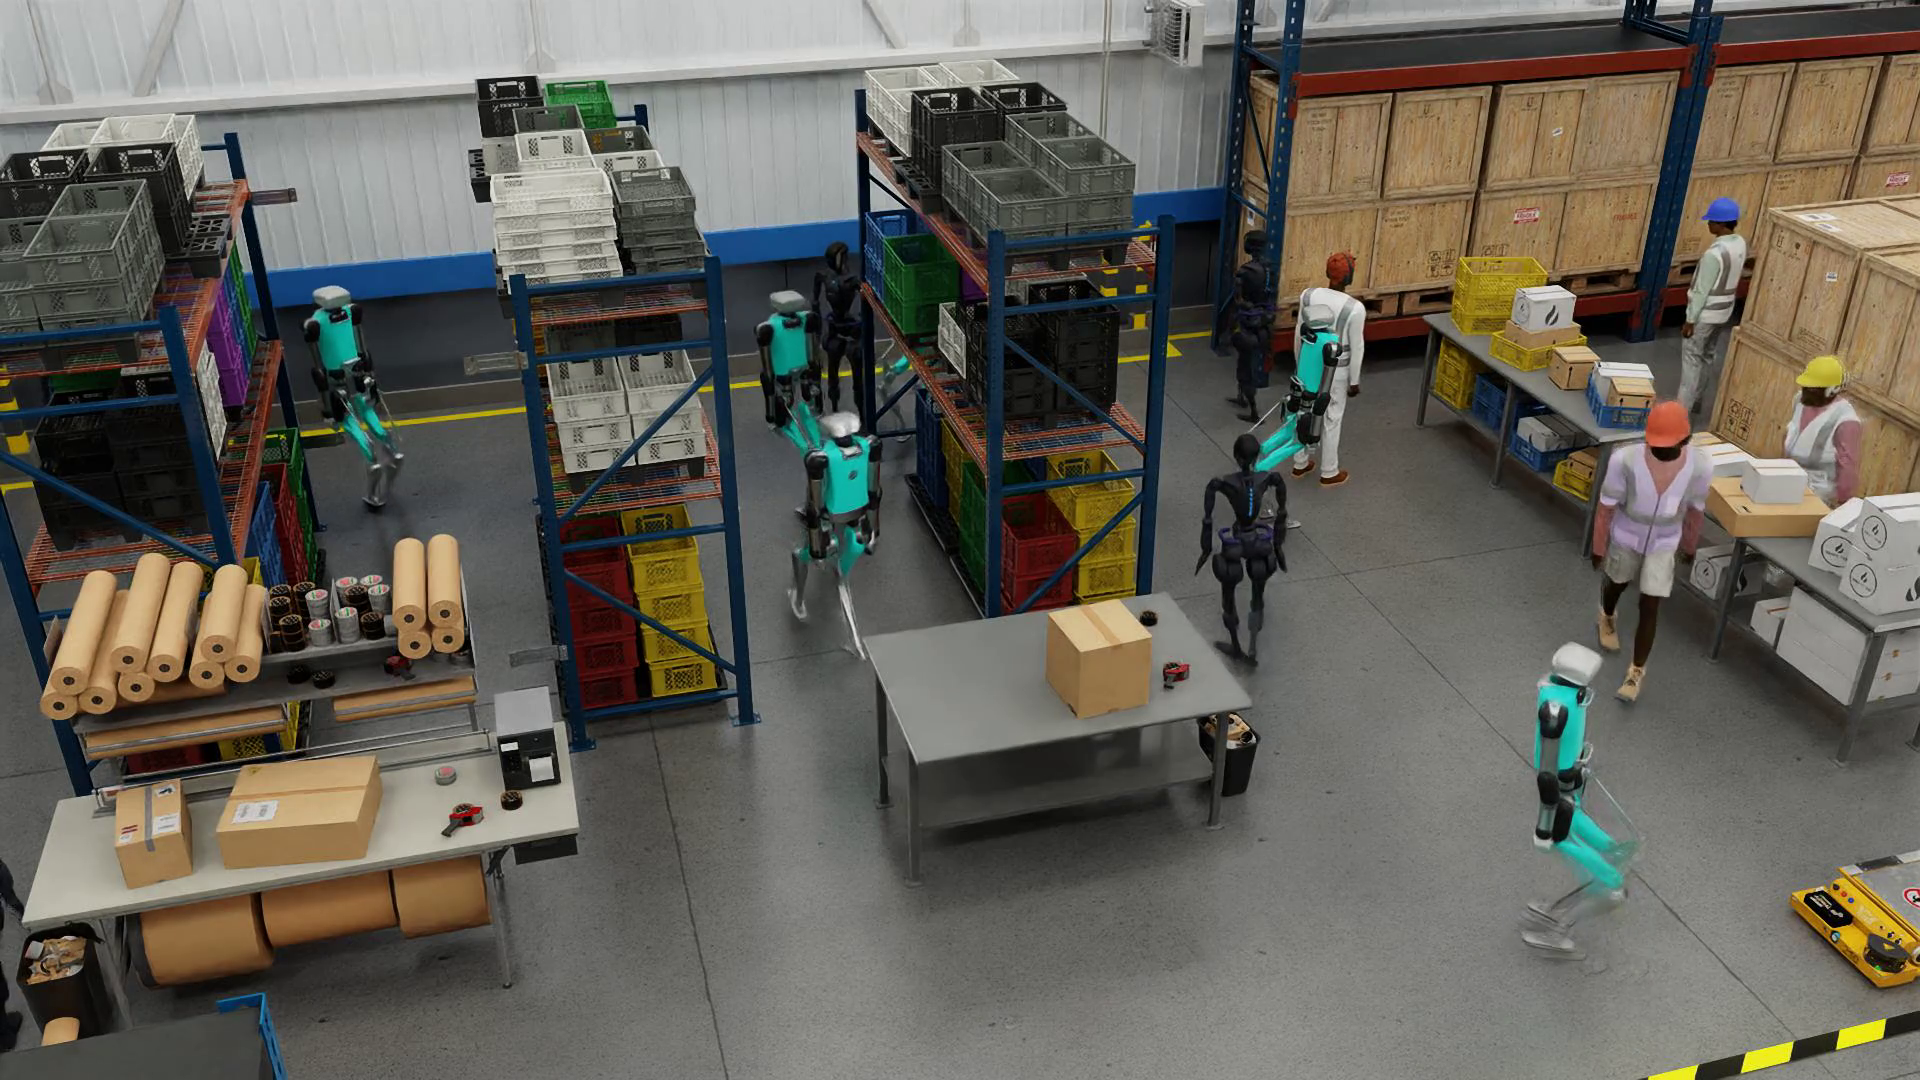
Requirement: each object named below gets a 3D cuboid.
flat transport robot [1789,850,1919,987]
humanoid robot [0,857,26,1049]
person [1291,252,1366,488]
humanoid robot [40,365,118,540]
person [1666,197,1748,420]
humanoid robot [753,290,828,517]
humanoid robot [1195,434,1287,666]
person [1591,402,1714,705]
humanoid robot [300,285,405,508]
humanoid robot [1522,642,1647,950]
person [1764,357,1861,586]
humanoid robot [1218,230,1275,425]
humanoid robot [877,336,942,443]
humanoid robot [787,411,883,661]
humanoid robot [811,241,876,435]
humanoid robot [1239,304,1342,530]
[{"bbox_3d":[5.163,1.916,8.676,1.431,0.231,0.659,-8,30,-14],"label":"flat transport robot"},{"bbox_3d":[-4.629,1.695,7.607,0.613,1.643,0.373,-9,30,-17],"label":"humanoid robot"},{"bbox_3d":[2.842,-1.312,12.873,0.574,1.881,0.355,25,38,38],"label":"person"},{"bbox_3d":[-6.365,-0.749,12.077,0.595,1.648,0.403,12,31,21],"label":"humanoid robot"},{"bbox_3d":[6.239,-1.914,13.917,0.609,1.936,0.416,-24,37,-37],"label":"person"},{"bbox_3d":[-1.112,-0.874,12.339,0.544,1.883,0.752,-25,37,-37],"label":"humanoid robot"},{"bbox_3d":[1.817,0.085,10.573,0.592,1.642,0.493,-3,29,-6],"label":"humanoid robot"},{"bbox_3d":[4.285,0.002,10.382,0.651,1.976,1.074,9,30,16],"label":"person"},{"bbox_3d":[-4.437,-0.994,12.462,0.670,1.817,0.553,13,31,23],"label":"humanoid robot"},{"bbox_3d":[3.100,1.306,8.122,0.735,1.676,0.533,15,32,25],"label":"humanoid robot"},{"bbox_3d":[5.830,-0.442,11.416,0.787,1.775,0.612,-2,29,-4],"label":"person"},{"bbox_3d":[2.416,-1.800,13.982,0.519,1.645,0.602,25,37,37],"label":"humanoid robot"},{"bbox_3d":[-0.351,-1.524,13.493,0.537,1.770,0.931,24,37,36],"label":"humanoid robot"},{"bbox_3d":[-0.917,-0.129,10.888,0.545,1.765,0.969,-18,34,-30],"label":"humanoid robot"},{"bbox_3d":[-0.952,-1.675,13.738,0.608,1.651,0.305,14,32,23],"label":"humanoid robot"},{"bbox_3d":[2.336,-0.872,12.118,0.726,1.696,0.533,-5,29,-10],"label":"humanoid robot"}]
